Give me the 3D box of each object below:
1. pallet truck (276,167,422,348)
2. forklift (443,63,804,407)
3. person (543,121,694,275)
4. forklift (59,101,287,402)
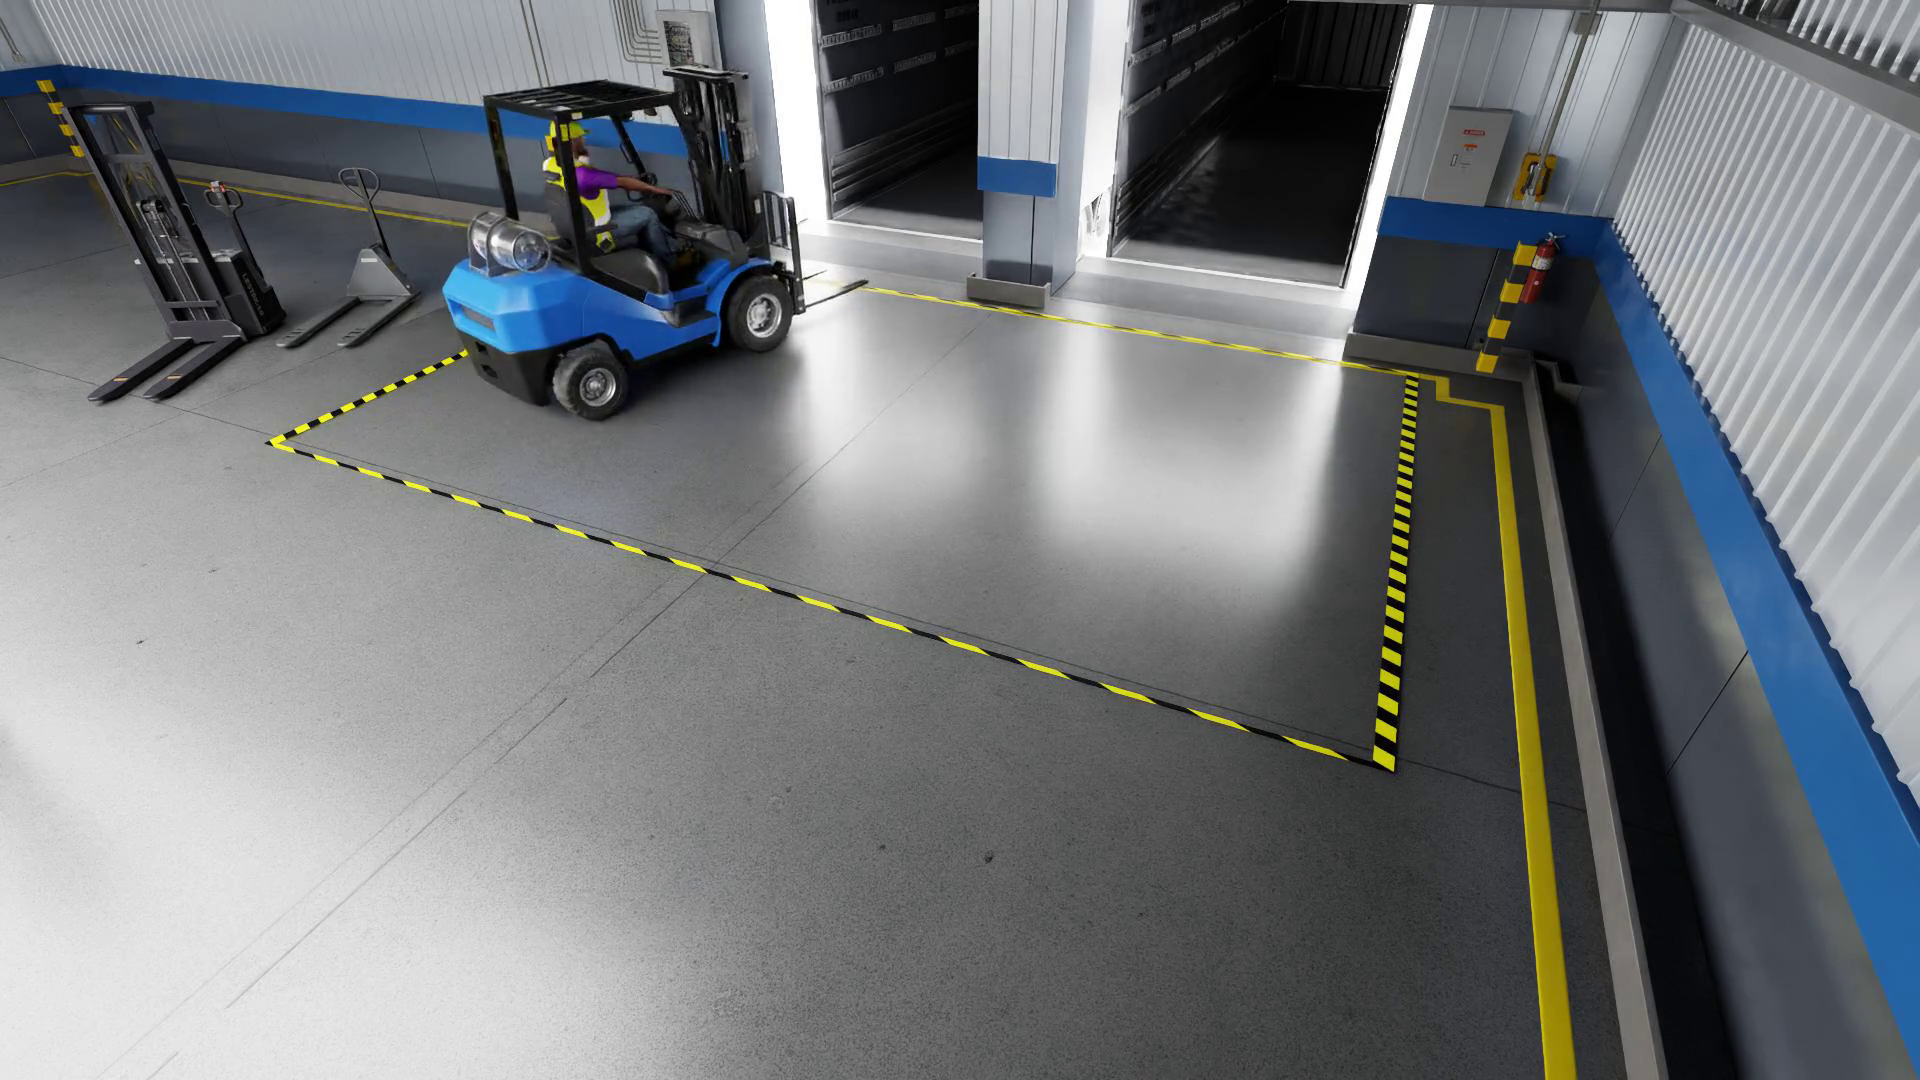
[{"bbox_3d":[-5.732,-2.611,8.414,0.680,1.201,1.601,-1,35,-1],"label":"pallet truck"},{"bbox_3d":[-2.695,-2.511,7.302,1.157,2.036,2.680,26,42,32],"label":"forklift"},{"bbox_3d":[-2.651,-2.688,7.228,0.635,1.294,1.004,26,42,32],"label":"person"},{"bbox_3d":[-6.686,-2.387,7.434,0.823,1.965,1.885,-3,35,-5],"label":"forklift"}]
